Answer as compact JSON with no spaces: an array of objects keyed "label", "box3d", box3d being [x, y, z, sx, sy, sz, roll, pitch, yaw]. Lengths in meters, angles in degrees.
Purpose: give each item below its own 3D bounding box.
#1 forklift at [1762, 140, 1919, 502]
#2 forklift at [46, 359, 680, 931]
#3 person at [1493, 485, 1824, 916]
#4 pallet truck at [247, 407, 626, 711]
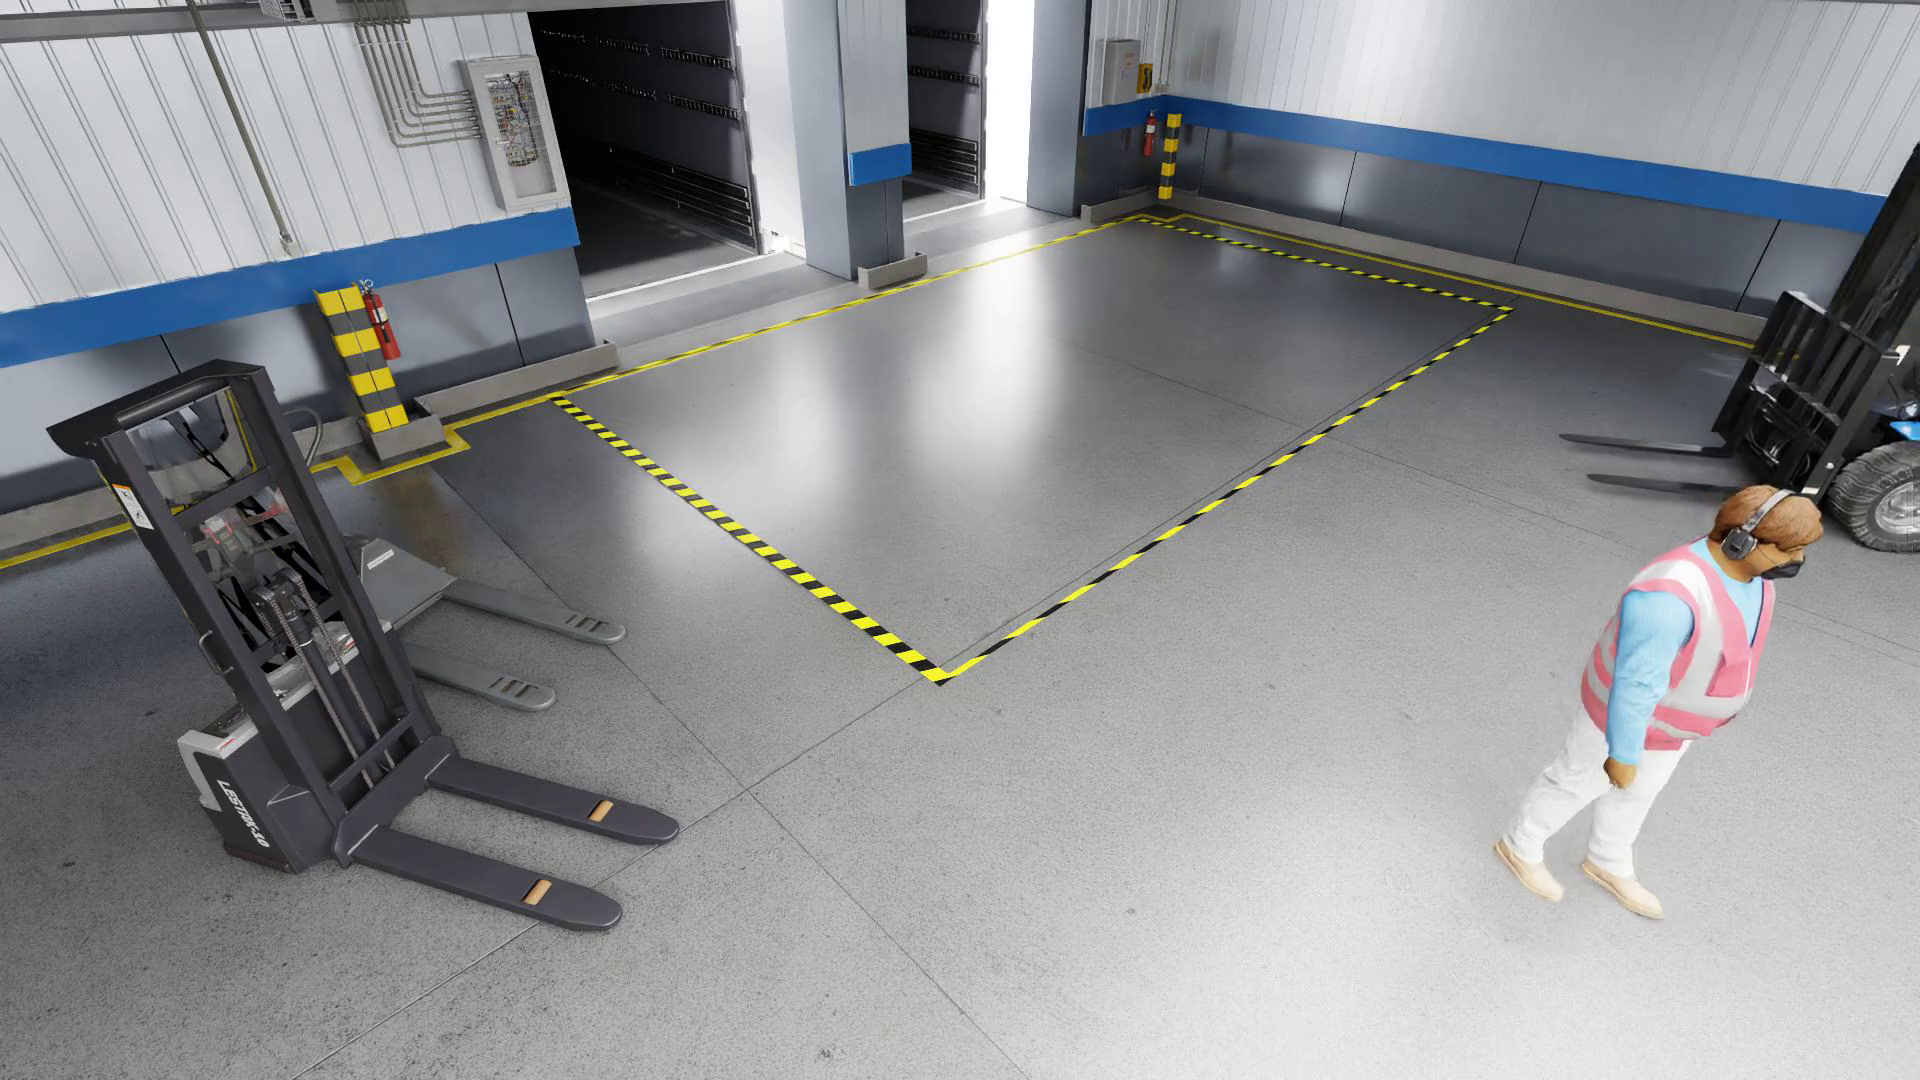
[{"label":"forklift","box3d":[6.574,-1.138,5.332,2.680,2.036,1.157,7,35,10]},{"label":"forklift","box3d":[-2.135,0.422,3.354,1.885,1.965,0.823,10,35,14]},{"label":"person","box3d":[2.446,0.637,3.195,0.644,1.838,0.538,-17,38,-23]},{"label":"pallet truck","box3d":[-2.628,0.038,4.590,1.601,1.201,0.680,12,36,18]}]
